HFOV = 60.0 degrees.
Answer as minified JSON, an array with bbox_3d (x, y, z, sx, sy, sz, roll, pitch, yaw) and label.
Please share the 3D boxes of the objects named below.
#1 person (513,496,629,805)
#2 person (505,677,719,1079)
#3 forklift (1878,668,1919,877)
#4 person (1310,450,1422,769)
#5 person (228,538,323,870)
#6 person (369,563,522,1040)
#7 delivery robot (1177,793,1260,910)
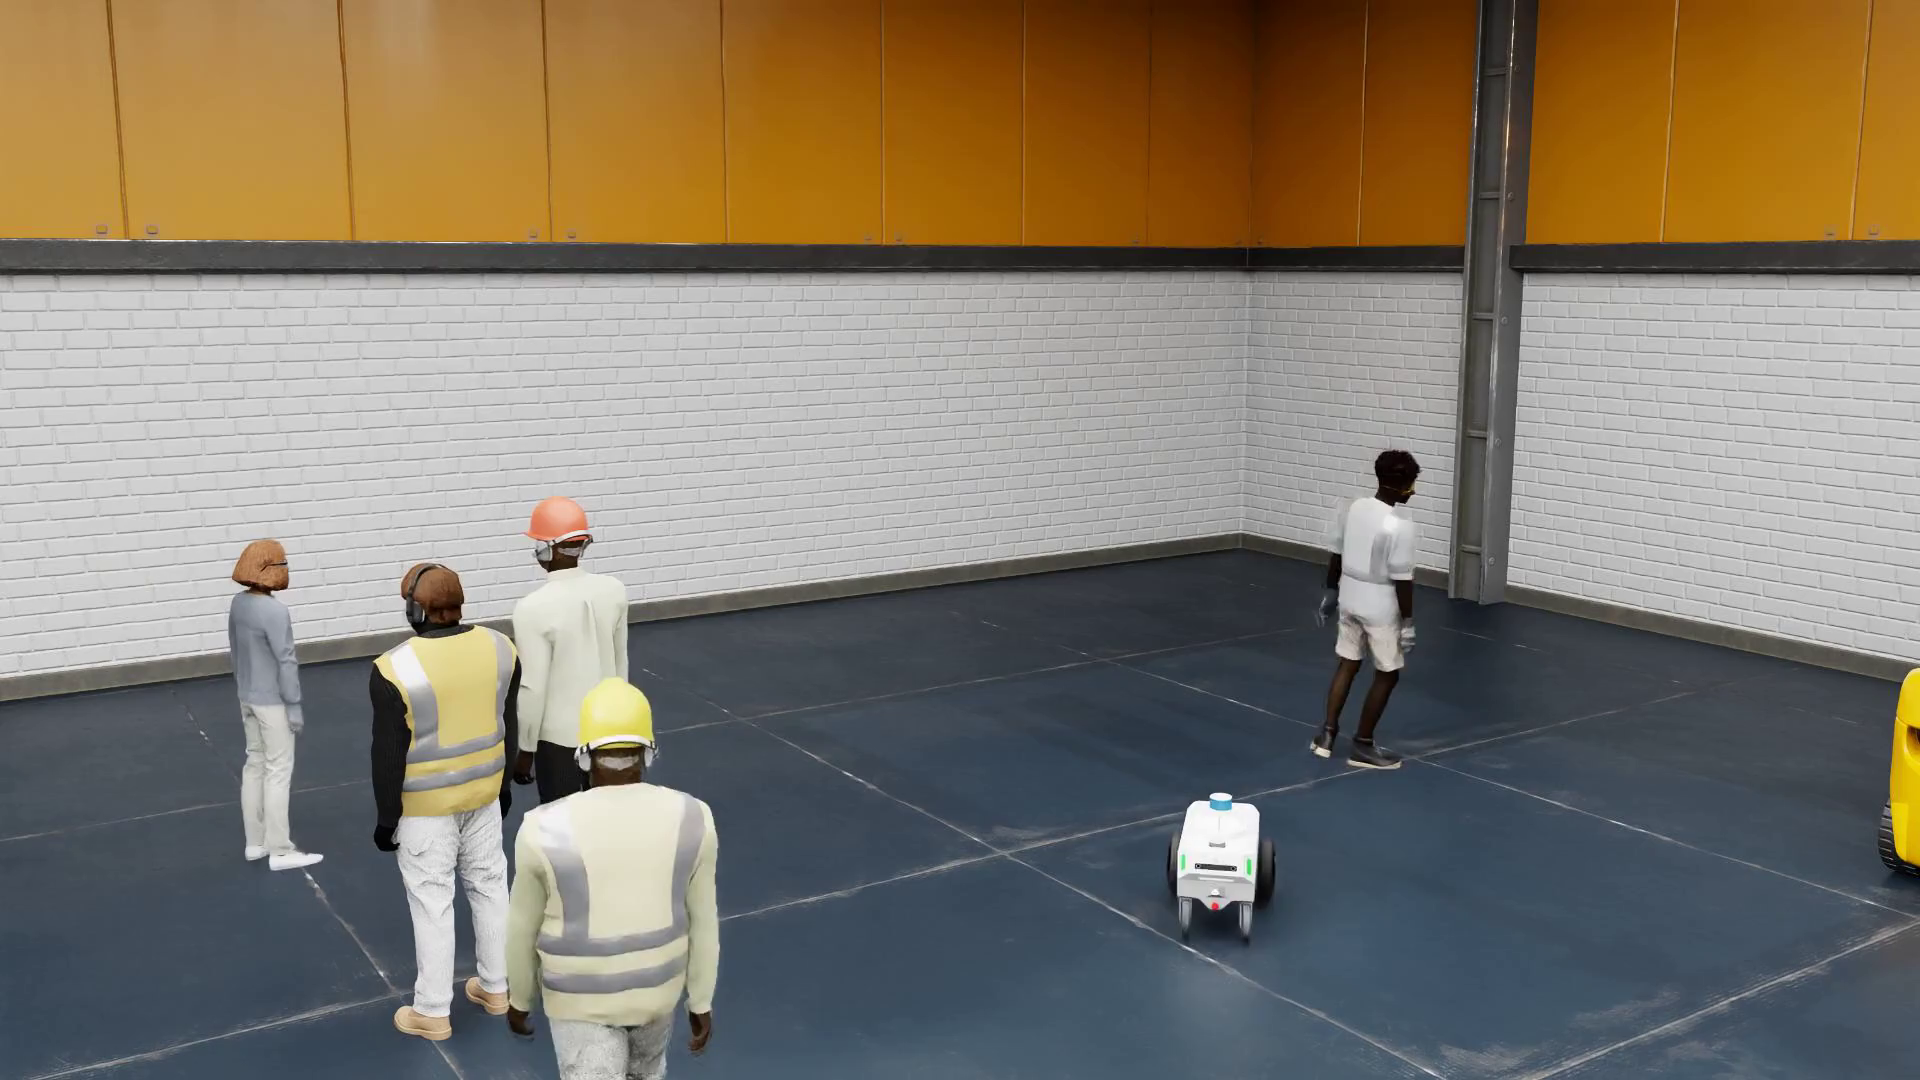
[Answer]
[{"bbox_3d":[-1.661,0.804,7.099,0.382,1.996,0.608,6,11,33],"label":"person"},{"bbox_3d":[-0.982,1.290,4.785,0.588,1.800,0.899,-5,11,-29],"label":"person"},{"bbox_3d":[5.511,0.571,7.906,2.313,2.155,1.214,-6,11,-33],"label":"forklift"},{"bbox_3d":[2.394,0.408,9.783,0.406,1.916,0.742,-5,10,-26],"label":"person"},{"bbox_3d":[-3.403,0.802,8.199,0.507,1.632,0.266,8,12,40],"label":"person"},{"bbox_3d":[-1.991,0.995,6.418,0.429,1.843,0.627,8,12,39],"label":"person"},{"bbox_3d":[1.183,1.398,7.571,0.477,0.478,0.707,2,10,12],"label":"delivery robot"}]
